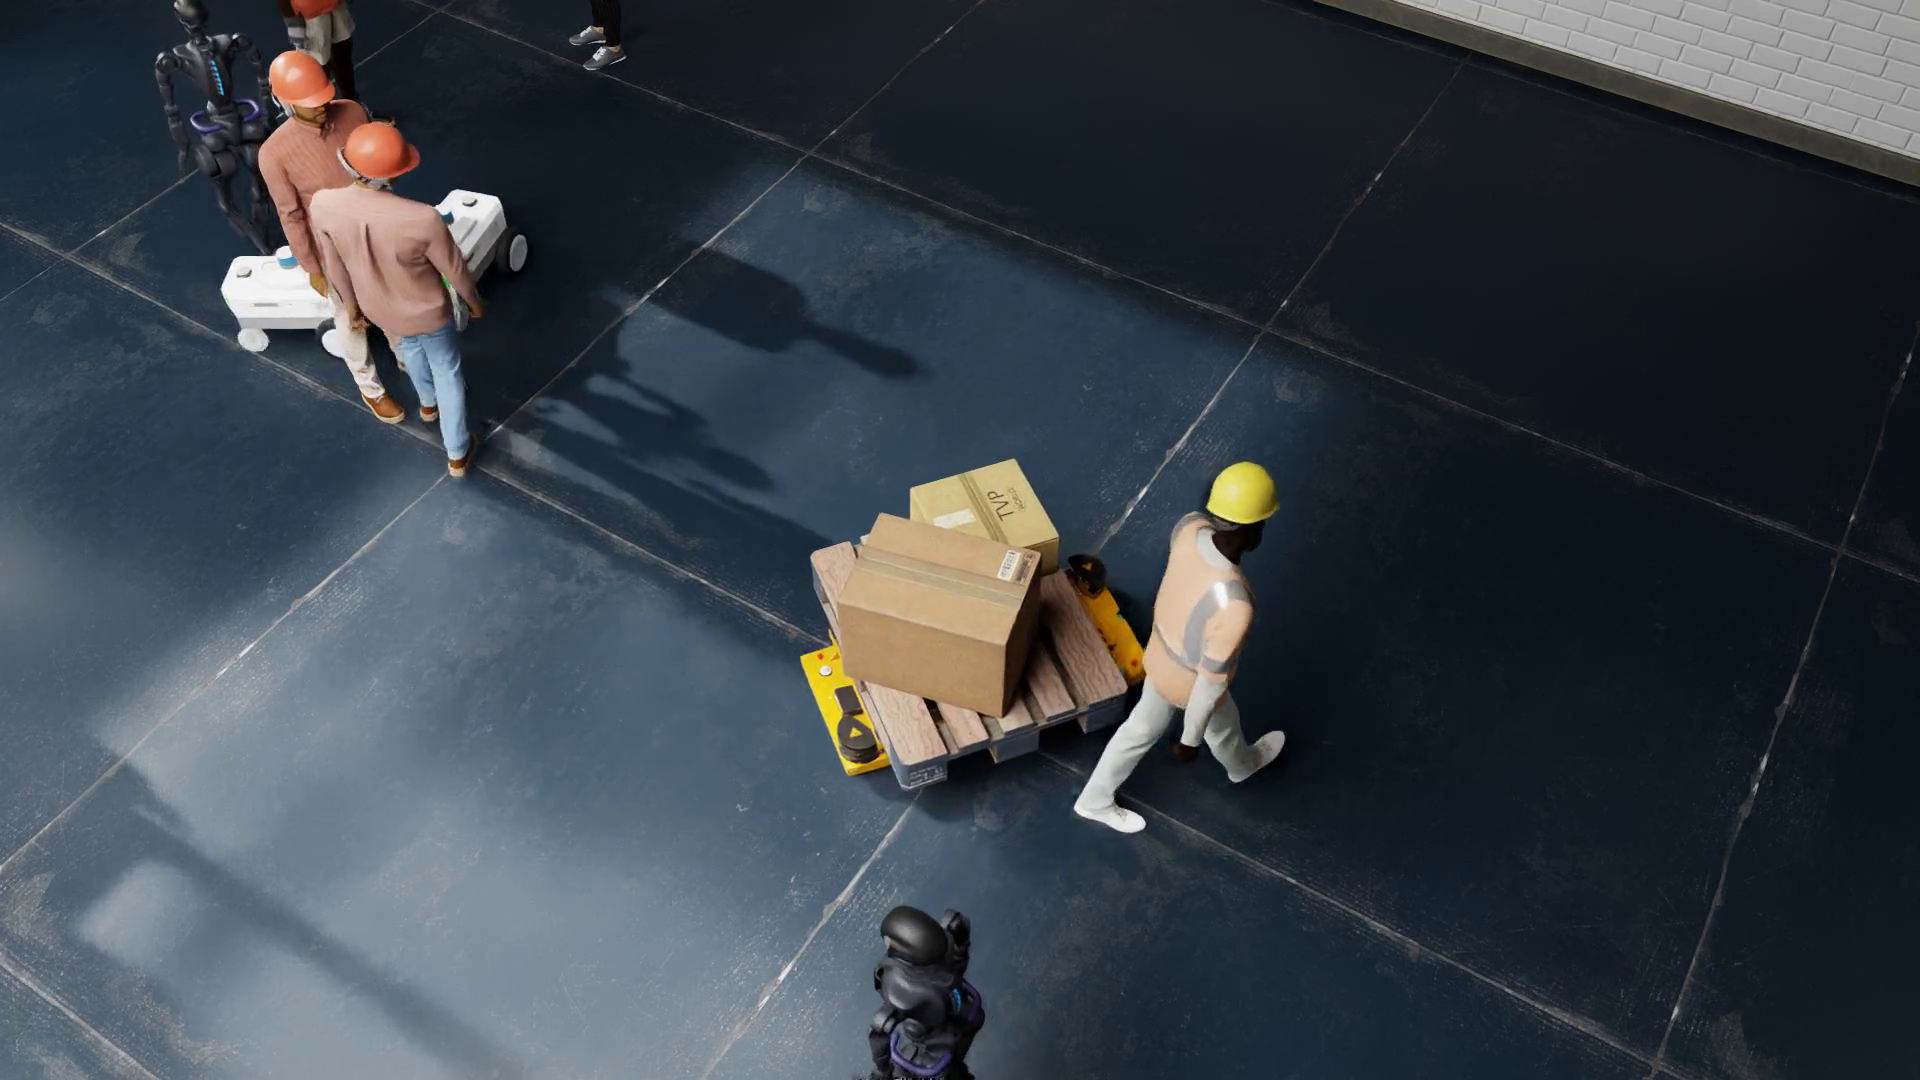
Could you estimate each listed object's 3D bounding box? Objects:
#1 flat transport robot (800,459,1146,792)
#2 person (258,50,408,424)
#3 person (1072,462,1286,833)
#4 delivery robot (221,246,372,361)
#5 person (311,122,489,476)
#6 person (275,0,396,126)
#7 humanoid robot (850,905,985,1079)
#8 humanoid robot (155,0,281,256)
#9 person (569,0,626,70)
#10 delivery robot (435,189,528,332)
[{"bbox_3d":[0.072,0.534,7.349,1.431,0.231,0.659,-17,51,-14],"label":"flat transport robot"},{"bbox_3d":[-2.904,-1.441,7.931,0.376,1.995,0.608,25,53,20],"label":"person"},{"bbox_3d":[0.922,0.481,6.345,0.975,1.856,0.645,-15,50,-12],"label":"person"},{"bbox_3d":[-3.438,-1.277,8.750,0.811,0.608,0.499,0,49,0],"label":"delivery robot"},{"bbox_3d":[-2.510,-1.184,7.726,0.633,1.943,0.705,7,49,6],"label":"person"},{"bbox_3d":[-3.634,-3.072,9.385,0.383,1.955,0.623,11,50,9],"label":"person"},{"bbox_3d":[-0.127,1.628,5.472,0.607,1.637,0.591,23,53,19],"label":"humanoid robot"},{"bbox_3d":[-3.821,-2.100,8.728,0.593,1.634,0.478,-30,55,-23],"label":"humanoid robot"},{"bbox_3d":[-2.295,-3.712,10.070,0.432,1.759,0.759,-17,51,-15],"label":"person"},{"bbox_3d":[-2.721,-1.560,9.001,0.499,0.613,0.789,12,50,10],"label":"delivery robot"}]
